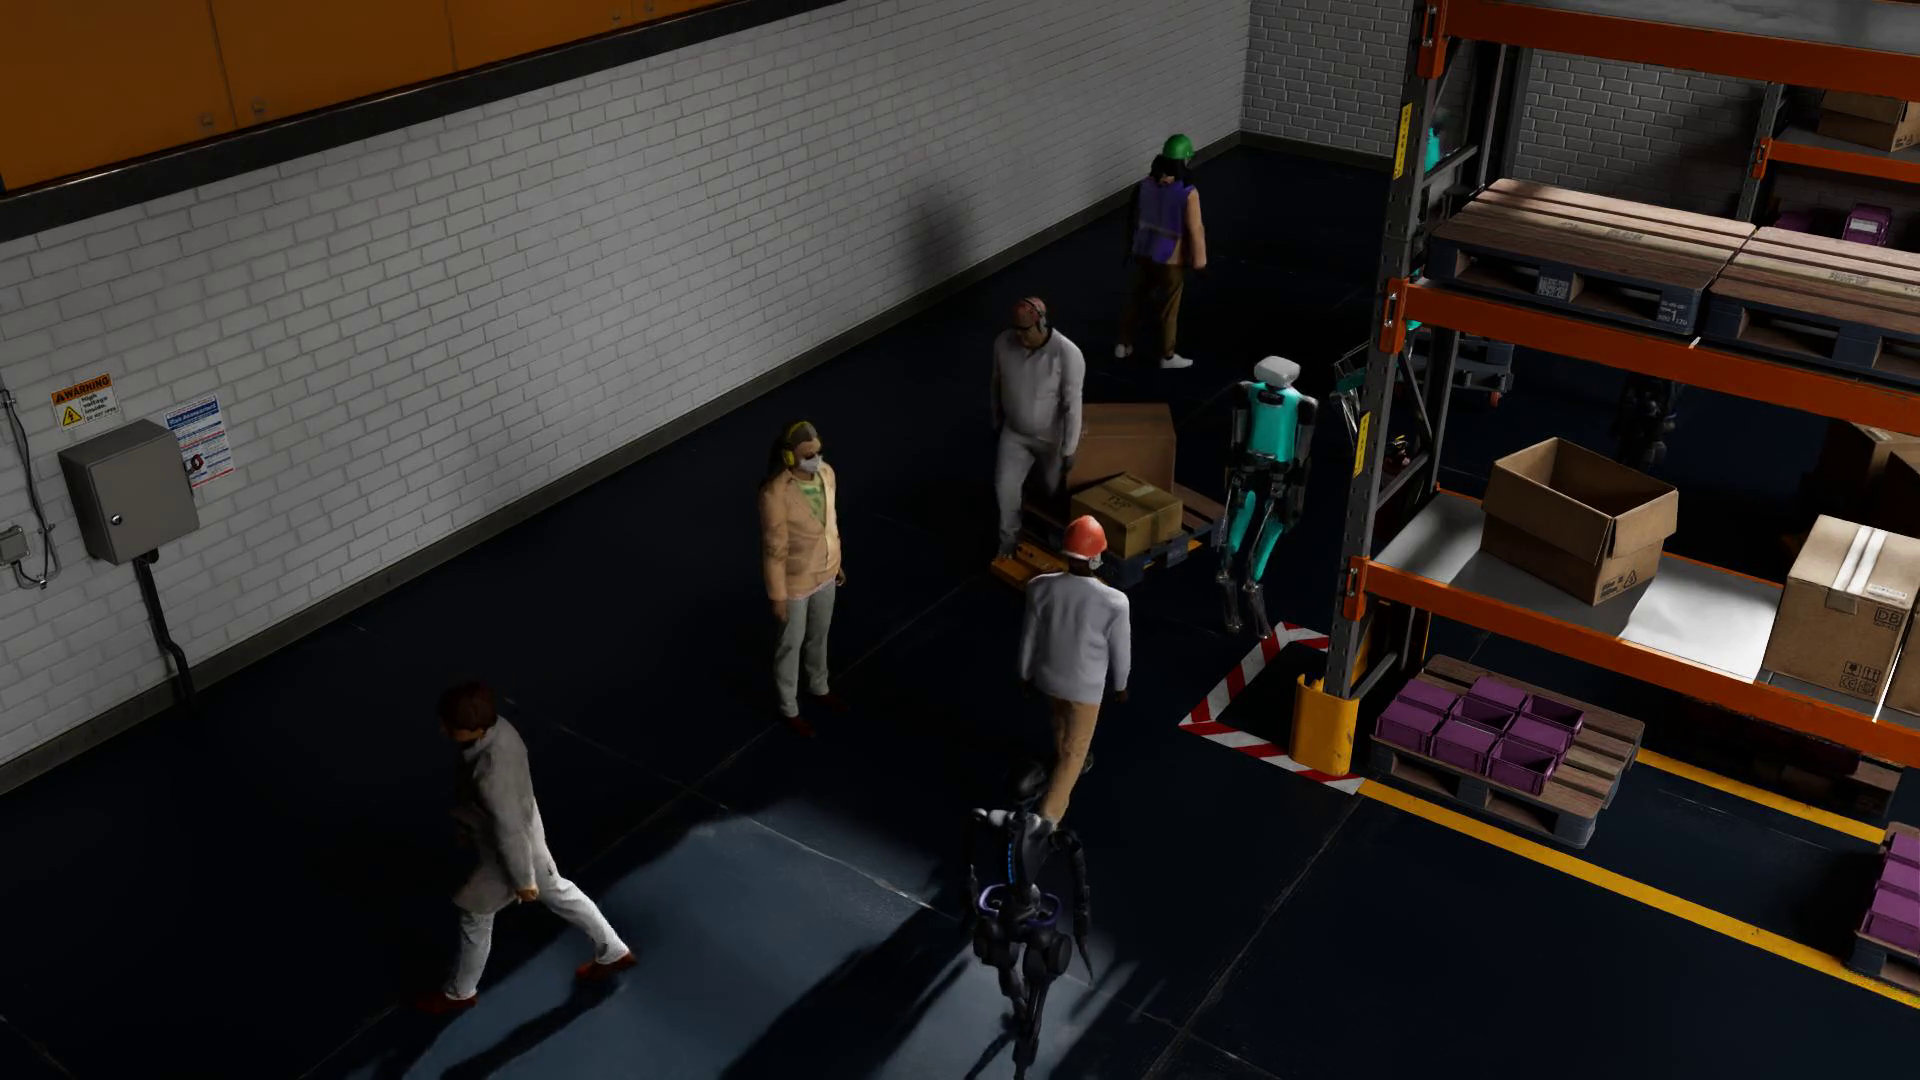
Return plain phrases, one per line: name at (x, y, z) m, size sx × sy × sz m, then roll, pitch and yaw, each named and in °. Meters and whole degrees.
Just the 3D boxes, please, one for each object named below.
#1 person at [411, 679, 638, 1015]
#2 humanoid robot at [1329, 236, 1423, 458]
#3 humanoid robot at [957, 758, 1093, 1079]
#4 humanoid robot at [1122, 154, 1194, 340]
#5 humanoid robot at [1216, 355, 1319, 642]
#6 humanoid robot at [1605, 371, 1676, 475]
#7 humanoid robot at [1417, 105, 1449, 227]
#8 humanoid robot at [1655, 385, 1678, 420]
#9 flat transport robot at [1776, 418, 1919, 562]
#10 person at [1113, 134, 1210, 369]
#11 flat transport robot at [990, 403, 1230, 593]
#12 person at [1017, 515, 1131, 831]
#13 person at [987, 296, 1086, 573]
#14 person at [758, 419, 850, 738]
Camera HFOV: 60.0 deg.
person at (-1.961, 1.328, 7.232) m, size 1.007 × 1.776 × 0.513 m, roll -4°, pitch 30°, yaw -7°
humanoid robot at (2.959, -1.385, 11.876) m, size 0.754 × 1.688 × 0.533 m, roll 18°, pitch 35°, yaw 29°
humanoid robot at (0.284, 1.582, 6.923) m, size 0.609 × 1.623 × 0.755 m, roll 11°, pitch 32°, yaw 18°
humanoid robot at (1.660, -2.427, 13.842) m, size 0.613 × 1.636 × 0.390 m, roll 8°, pitch 31°, yaw 14°
humanoid robot at (1.716, -0.153, 9.866) m, size 0.542 × 1.805 × 0.720 m, roll 19°, pitch 35°, yaw 29°
humanoid robot at (4.462, -0.713, 10.867) m, size 0.377 × 1.652 × 0.597 m, roll -2°, pitch 30°, yaw -3°
humanoid robot at (4.322, -2.869, 14.612) m, size 0.869 × 1.842 × 0.556 m, roll 17°, pitch 34°, yaw 26°
humanoid robot at (5.346, -1.635, 12.475) m, size 0.611 × 1.636 × 0.424 m, roll 23°, pitch 37°, yaw 34°
flat transport robot at (6.200, 0.096, 10.873) m, size 1.431 × 0.231 × 0.659 m, roll -2°, pitch 30°, yaw -4°
person at (1.652, -2.283, 13.344) m, size 0.728 × 1.930 × 0.476 m, roll 26°, pitch 39°, yaw 37°
flat transport robot at (0.946, 0.036, 10.977) m, size 1.431 × 0.231 × 0.659 m, roll -23°, pitch 37°, yaw -34°
person at (0.554, 0.692, 8.390) m, size 0.568 × 1.718 × 0.837 m, roll 17°, pitch 34°, yaw 27°
person at (0.448, -0.651, 10.555) m, size 0.674 × 1.871 × 0.757 m, roll 13°, pitch 32°, yaw 21°
person at (-0.865, 0.188, 9.107) m, size 0.391 × 1.875 × 0.564 m, roll 21°, pitch 36°, yaw 32°
